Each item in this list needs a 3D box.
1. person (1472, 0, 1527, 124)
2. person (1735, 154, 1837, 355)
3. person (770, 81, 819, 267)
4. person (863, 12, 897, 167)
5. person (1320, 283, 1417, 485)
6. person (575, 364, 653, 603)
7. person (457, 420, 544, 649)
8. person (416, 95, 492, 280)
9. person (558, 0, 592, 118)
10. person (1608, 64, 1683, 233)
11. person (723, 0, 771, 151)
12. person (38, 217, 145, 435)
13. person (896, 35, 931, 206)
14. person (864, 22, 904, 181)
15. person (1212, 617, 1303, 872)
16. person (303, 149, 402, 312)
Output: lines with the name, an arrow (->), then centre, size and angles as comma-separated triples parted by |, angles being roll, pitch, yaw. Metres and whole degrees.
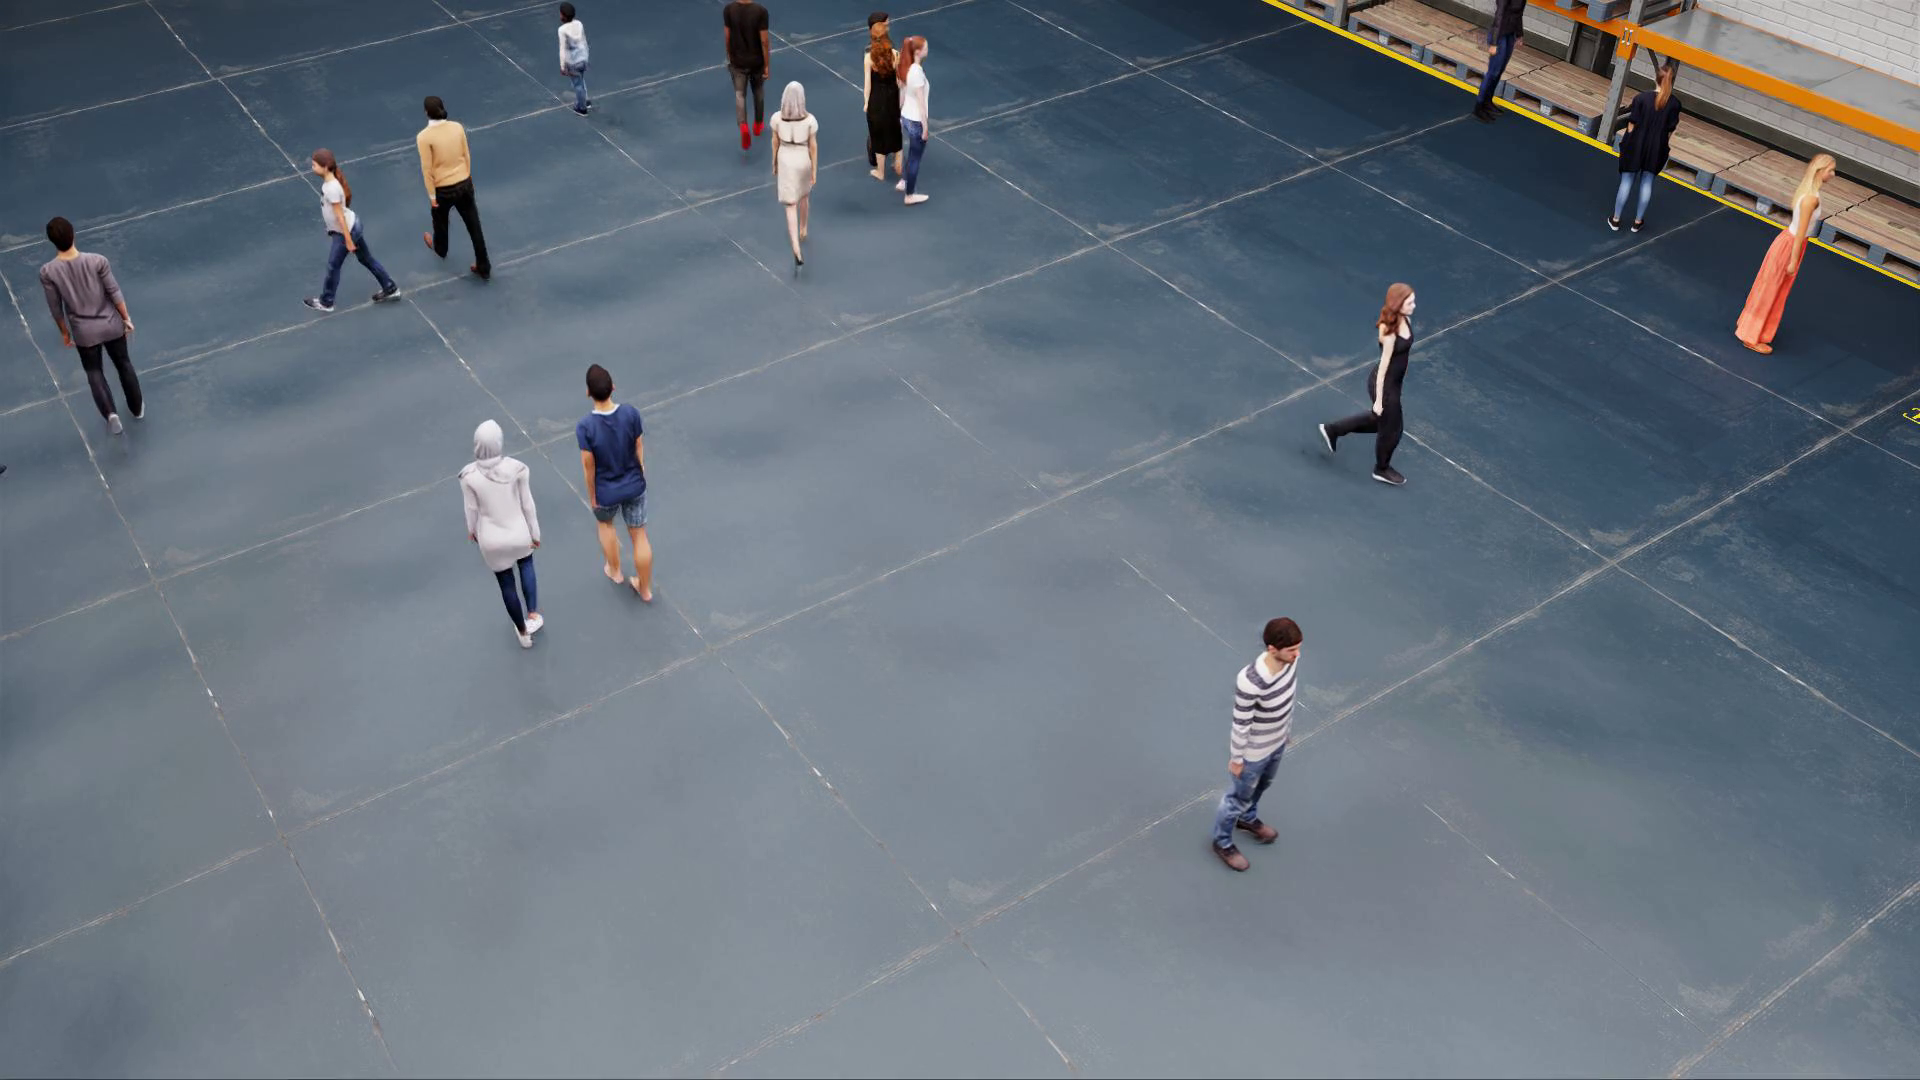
person -> 5.839, -5.441, 18.014 | 0.642, 1.742, 0.694 | 29, 47, 32
person -> 7.100, -2.470, 14.247 | 0.728, 1.800, 0.723 | 19, 42, 22
person -> -1.534, -3.364, 15.444 | 0.985, 1.703, 1.204 | -3, 39, -4
person -> -0.829, -4.616, 17.203 | 0.709, 1.714, 0.746 | 17, 42, 20
person -> 3.187, -1.222, 12.743 | 1.078, 1.727, 0.868 | 20, 43, 23
person -> -2.348, -0.325, 11.542 | 0.699, 1.825, 0.811 | -15, 41, -18
person -> -3.039, 0.031, 11.146 | 0.707, 1.763, 0.689 | -11, 40, -14
person -> -4.608, -3.181, 15.212 | 0.805, 1.708, 1.191 | -31, 48, -33
person -> -4.161, -5.231, 18.140 | 0.585, 1.256, 0.555 | 26, 45, 29
person -> 6.577, -3.755, 15.953 | 0.678, 1.680, 0.759 | 11, 40, 13
person -> -2.235, -4.974, 17.400 | 0.992, 1.778, 1.168 | -1, 39, -2
person -> -6.856, -1.663, 13.208 | 0.775, 1.835, 0.954 | -16, 41, -19
person -> -0.538, -4.093, 16.340 | 0.682, 1.725, 0.565 | -18, 42, -22
person -> -0.776, -4.453, 16.870 | 0.601, 1.626, 0.600 | -18, 42, -21
person -> 1.728, 1.148, 9.681 | 0.585, 1.845, 0.673 | 32, 48, 34
person -> -5.408, -2.762, 14.841 | 0.858, 1.516, 1.061 | -10, 40, -12
